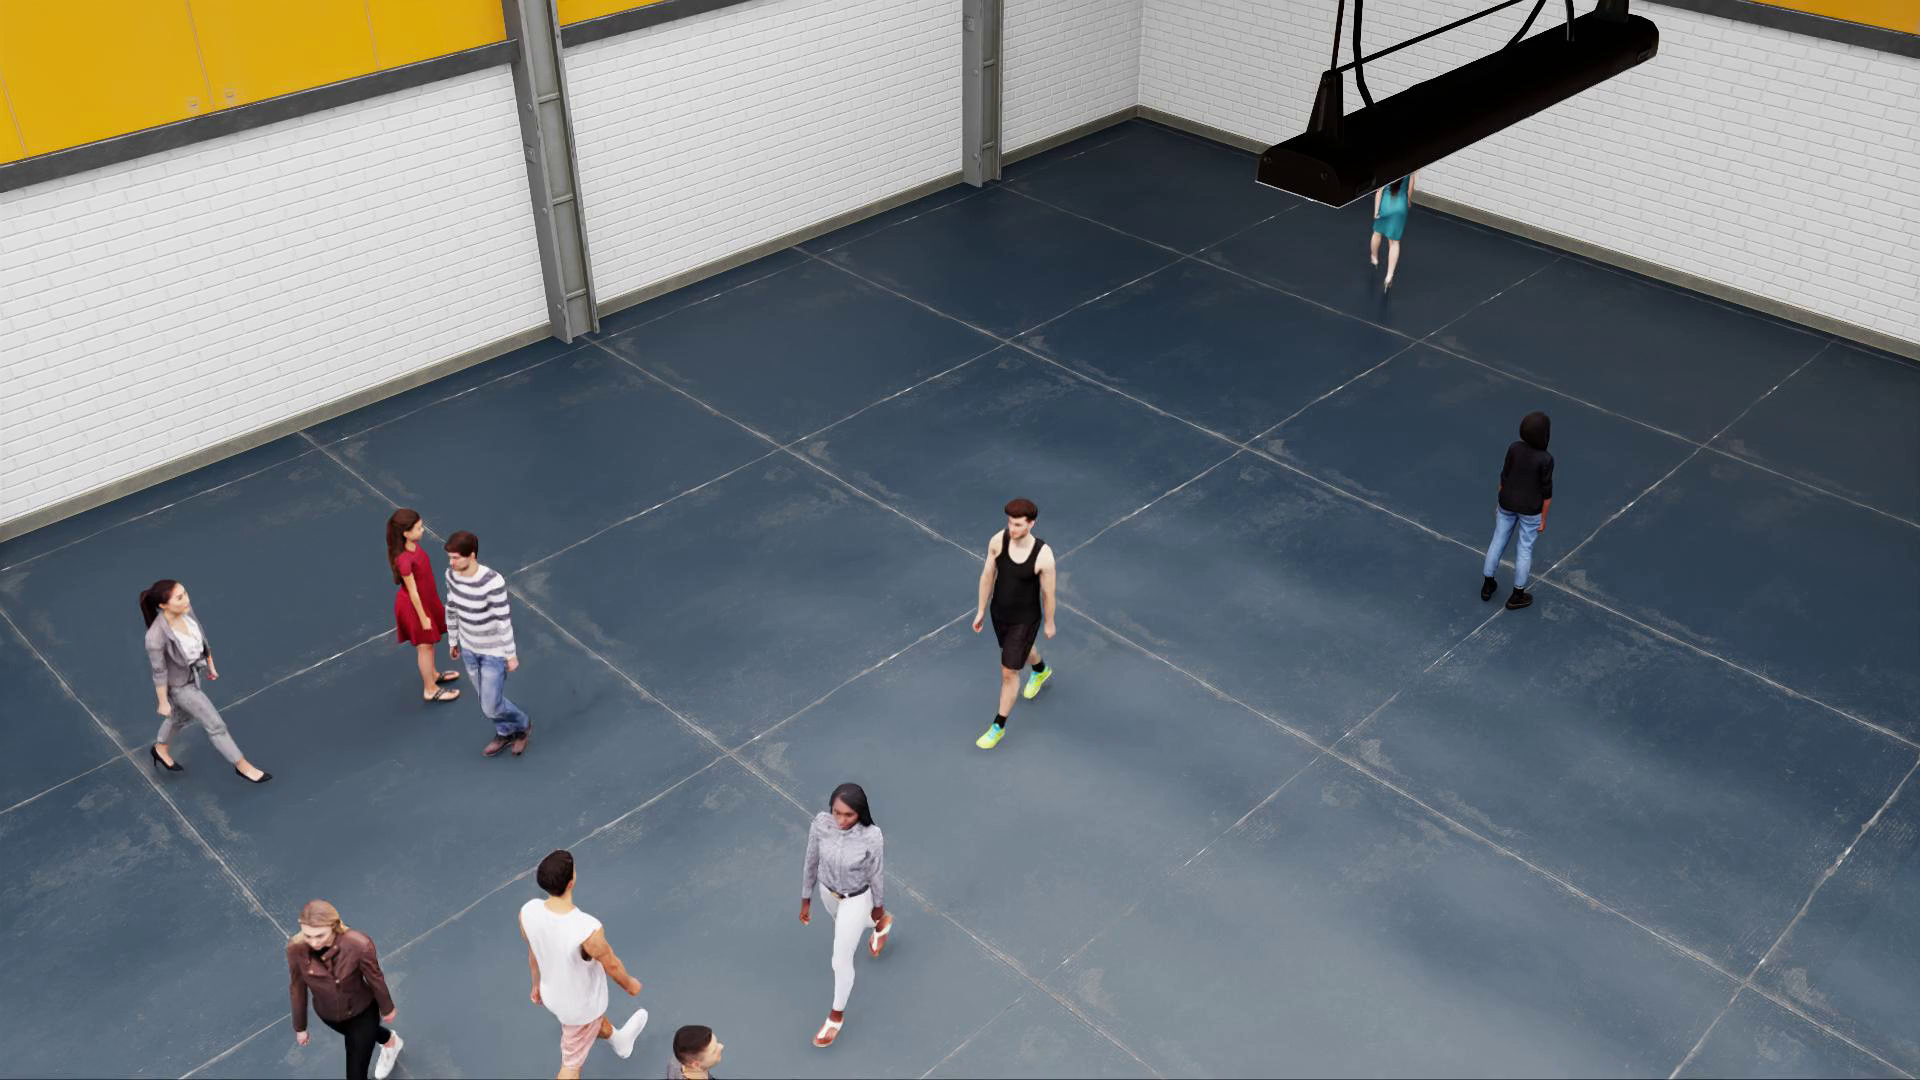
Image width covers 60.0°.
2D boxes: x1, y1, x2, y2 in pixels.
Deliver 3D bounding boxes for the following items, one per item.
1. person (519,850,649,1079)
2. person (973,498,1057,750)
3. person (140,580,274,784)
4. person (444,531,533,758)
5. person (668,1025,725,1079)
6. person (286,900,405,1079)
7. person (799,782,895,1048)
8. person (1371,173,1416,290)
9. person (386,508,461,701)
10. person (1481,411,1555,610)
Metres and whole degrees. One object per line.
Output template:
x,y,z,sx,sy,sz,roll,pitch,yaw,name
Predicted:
-2.079,2.446,8.718,0.833,1.734,1.219,19,38,27,person
0.430,0.477,11.573,0.782,1.852,1.235,22,39,29,person
-5.219,0.972,11.037,1.127,1.622,1.100,3,34,5,person
-3.149,0.677,11.287,0.736,1.836,0.736,19,38,26,person
-1.305,2.987,7.913,1.209,1.724,1.002,-8,34,-12,person
-3.208,2.441,8.801,1.125,1.650,1.214,2,34,4,person
-0.601,1.987,9.449,0.849,1.687,1.240,17,37,24,person
4.618,-3.470,17.696,0.907,1.648,1.063,5,34,7,person
-3.877,0.457,11.872,0.735,1.553,0.676,-5,34,-8,person
4.307,-0.234,12.779,0.572,1.702,0.545,26,41,33,person
